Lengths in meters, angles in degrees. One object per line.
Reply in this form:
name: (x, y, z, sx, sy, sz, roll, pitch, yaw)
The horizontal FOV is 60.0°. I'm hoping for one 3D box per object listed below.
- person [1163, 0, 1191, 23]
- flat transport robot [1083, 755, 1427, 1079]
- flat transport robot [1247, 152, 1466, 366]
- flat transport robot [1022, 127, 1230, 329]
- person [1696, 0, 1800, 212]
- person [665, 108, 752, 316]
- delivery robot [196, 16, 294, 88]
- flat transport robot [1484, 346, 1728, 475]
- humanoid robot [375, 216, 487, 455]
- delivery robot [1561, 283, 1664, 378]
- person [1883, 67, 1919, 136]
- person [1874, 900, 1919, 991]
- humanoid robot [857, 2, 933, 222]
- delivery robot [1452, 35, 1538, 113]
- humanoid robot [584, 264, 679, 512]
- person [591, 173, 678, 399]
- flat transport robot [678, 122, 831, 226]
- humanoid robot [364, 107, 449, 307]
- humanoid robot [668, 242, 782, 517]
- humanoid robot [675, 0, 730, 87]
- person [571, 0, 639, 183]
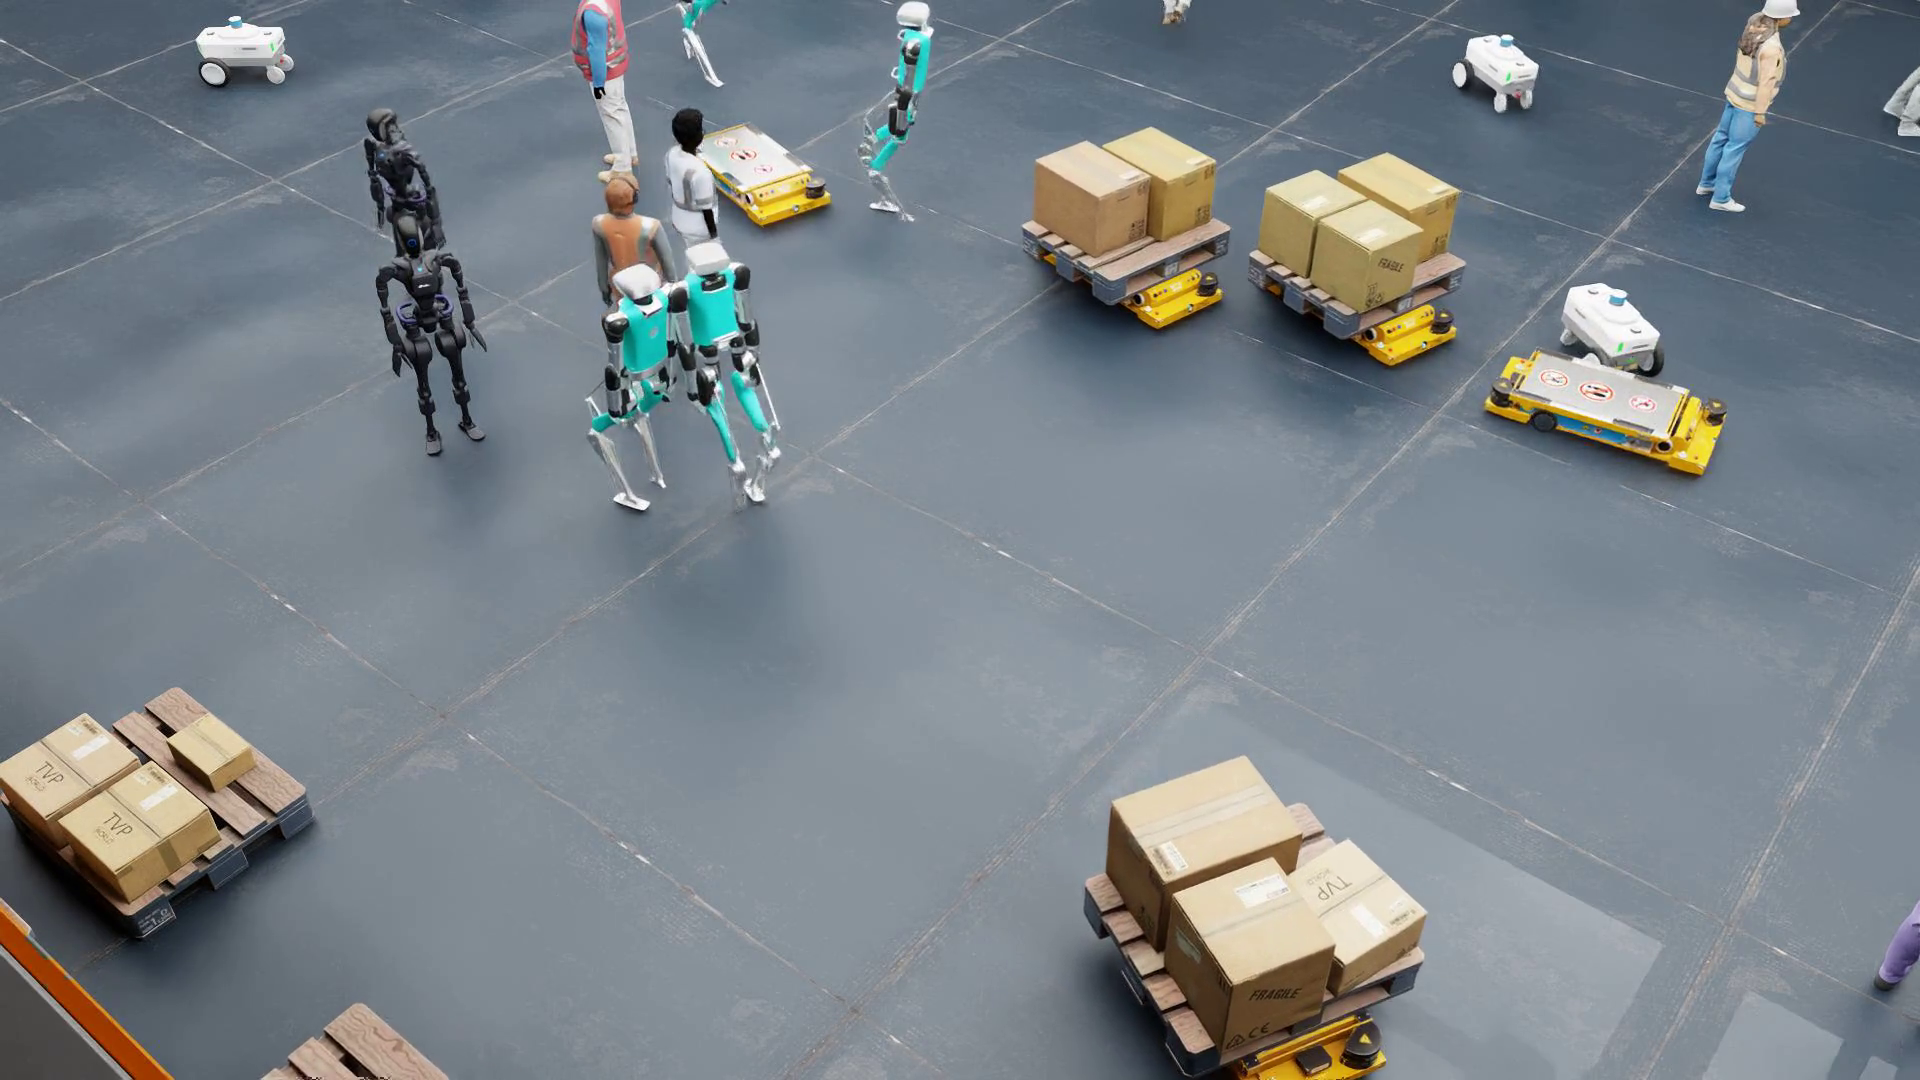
person: (2.100, -5.753, 15.607, 0.599, 1.870, 0.476, 15, 43, 17)
flat transport robot: (1.315, 1.958, 7.775, 0.659, 0.231, 1.431, -16, 43, -18)
flat transport robot: (2.870, -1.768, 12.158, 0.659, 0.231, 1.431, -24, 46, -26)
flat transport robot: (1.238, -2.067, 12.510, 0.659, 0.231, 1.431, -27, 47, -28)
person: (6.129, -3.421, 12.974, 0.363, 1.730, 0.485, -1, 40, -1)
person: (-1.895, -2.187, 11.560, 0.760, 1.664, 0.527, -19, 44, -21)
delivery robot: (-6.520, -4.436, 15.091, 0.808, 0.614, 0.499, 0, 40, 0)
flat transport robot: (4.315, -0.887, 11.121, 1.431, 0.231, 0.659, 21, 44, 22)
humanoid robot: (-3.329, -1.307, 10.517, 0.599, 1.657, 0.315, -20, 44, -22)
delivery robot: (4.521, -1.442, 11.558, 0.501, 0.600, 0.771, -11, 42, -13)
person: (8.243, -4.244, 13.944, 0.322, 1.722, 0.502, 7, 41, 8)
person: (4.446, 1.431, 7.184, 0.389, 1.837, 0.562, -21, 45, -23)
humanoid robot: (-0.580, -3.264, 12.800, 0.752, 1.793, 0.537, 6, 41, 7)
delivery robot: (4.794, -4.197, 14.783, 0.499, 0.581, 0.768, -12, 42, -14)
humanoid robot: (-2.015, -0.937, 10.055, 0.753, 1.772, 0.530, 28, 48, 29)
person: (-2.145, -1.654, 10.992, 0.511, 1.596, 0.839, 13, 42, 14)
flat transport robot: (-1.716, -3.028, 13.640, 0.659, 0.231, 1.431, -25, 46, -26)
humanoid robot: (-3.869, -2.334, 11.740, 0.608, 1.643, 0.439, 18, 44, 20)
humanoid robot: (-1.325, -0.847, 10.007, 0.536, 1.872, 0.729, -26, 47, -27)
humanoid robot: (-2.413, -4.999, 14.859, 0.548, 1.795, 0.895, -27, 47, -28)
person: (-2.862, -3.773, 13.316, 0.431, 1.835, 0.628, -1, 40, -1)
